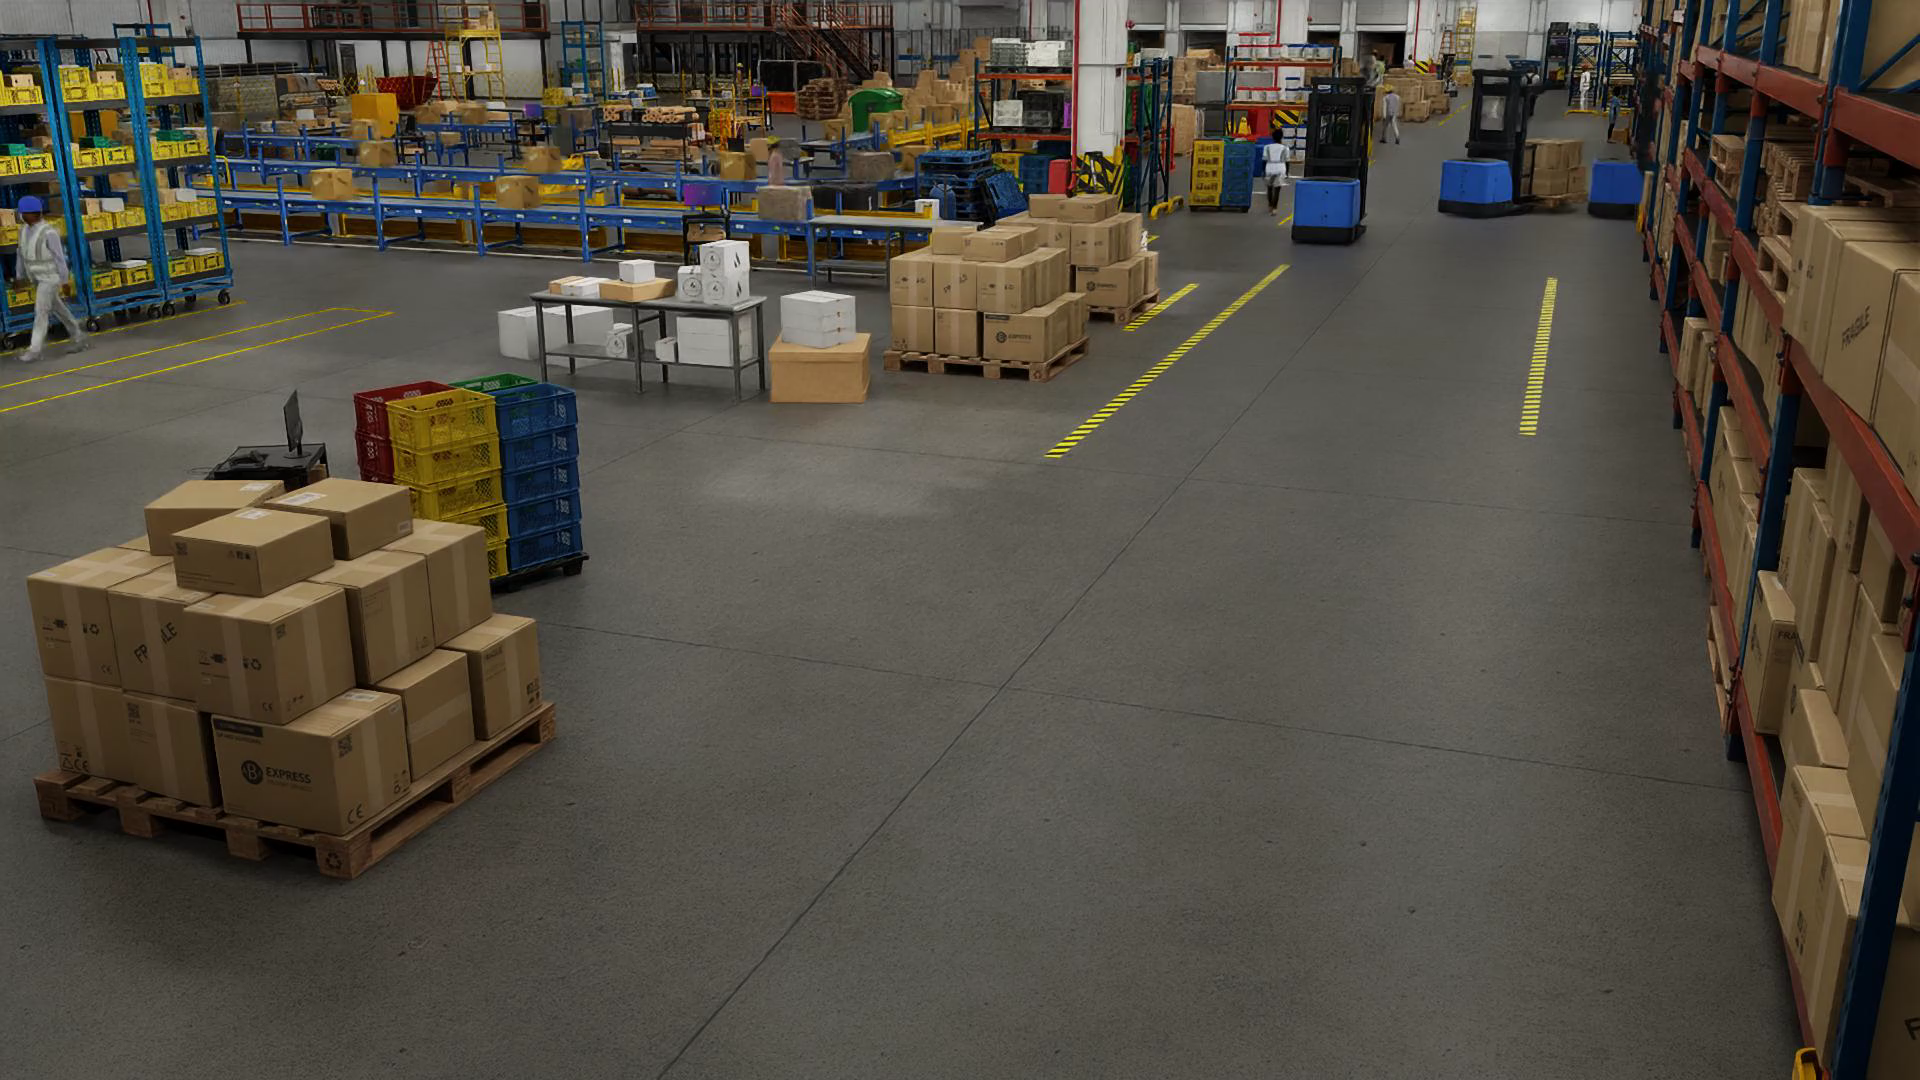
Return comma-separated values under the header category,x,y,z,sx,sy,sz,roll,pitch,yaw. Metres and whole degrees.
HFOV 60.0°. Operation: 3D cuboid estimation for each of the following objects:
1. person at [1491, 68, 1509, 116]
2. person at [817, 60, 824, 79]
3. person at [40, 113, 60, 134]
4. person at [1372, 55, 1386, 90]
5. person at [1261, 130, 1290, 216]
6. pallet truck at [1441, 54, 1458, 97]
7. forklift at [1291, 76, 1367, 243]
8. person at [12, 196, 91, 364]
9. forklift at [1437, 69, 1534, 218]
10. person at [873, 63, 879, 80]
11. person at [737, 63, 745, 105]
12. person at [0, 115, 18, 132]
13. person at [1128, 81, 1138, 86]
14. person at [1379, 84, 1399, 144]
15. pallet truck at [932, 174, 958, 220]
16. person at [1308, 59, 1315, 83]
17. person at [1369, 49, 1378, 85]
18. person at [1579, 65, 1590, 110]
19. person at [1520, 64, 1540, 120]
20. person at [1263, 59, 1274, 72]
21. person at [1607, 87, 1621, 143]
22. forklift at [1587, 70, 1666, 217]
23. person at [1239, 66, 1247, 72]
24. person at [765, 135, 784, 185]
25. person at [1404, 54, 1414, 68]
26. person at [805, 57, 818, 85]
category,x,y,z,sx,sy,sz,roll,pitch,yaw
person,21.027,-17.306,64.267,1.000,1.816,0.545,-3,18,-9
person,-6.156,-20.352,73.802,0.464,1.831,0.547,-3,18,-8
person,-22.422,-10.097,41.251,0.402,2.036,0.609,6,18,17
person,20.958,-23.288,83.042,0.636,1.827,0.697,-12,21,-33
person,6.304,-7.328,33.160,0.550,1.648,0.850,6,19,18
pallet truck,22.765,-21.886,78.355,0.823,1.965,1.885,-4,18,-14
forklift,6.598,-6.755,29.381,1.129,2.768,1.873,6,19,19
person,-10.664,-3.045,19.338,0.609,1.899,1.017,11,21,30
forklift,10.505,-7.884,32.928,1.873,2.768,1.129,-16,23,-40
person,-3.428,-18.505,67.942,0.311,1.869,0.534,2,18,7
person,-9.508,-19.761,72.055,0.313,1.768,0.528,-6,19,-20
person,-27.822,-12.332,48.484,0.653,1.906,0.408,-5,18,-14
person,6.421,-16.606,61.934,0.714,1.905,0.594,15,23,39
person,13.176,-13.007,50.813,0.589,1.788,0.865,-6,19,-18
pallet truck,-0.507,-5.292,27.348,0.653,1.274,1.630,6,19,19
person,19.721,-26.630,93.280,0.408,1.988,0.620,6,19,18
person,22.768,-26.018,91.494,0.510,1.907,0.589,3,18,9
person,24.825,-17.937,66.155,0.574,1.876,0.356,-15,23,-40
person,21.197,-16.671,61.901,0.711,2.000,0.833,8,19,24
person,14.212,-21.130,76.317,0.635,1.800,0.870,-6,19,-17
person,20.133,-13.080,51.176,0.318,1.696,0.537,5,18,17
forklift,13.376,-7.724,32.425,1.873,2.768,1.129,6,19,18
person,11.477,-18.450,67.713,0.395,1.910,0.586,-13,22,-35
person,-3.329,-6.567,30.637,0.736,1.739,0.537,3,18,9
person,21.512,-22.273,79.669,0.373,1.940,0.630,-10,20,-28
person,-6.715,-20.892,75.378,0.615,1.919,0.976,-7,19,-20
